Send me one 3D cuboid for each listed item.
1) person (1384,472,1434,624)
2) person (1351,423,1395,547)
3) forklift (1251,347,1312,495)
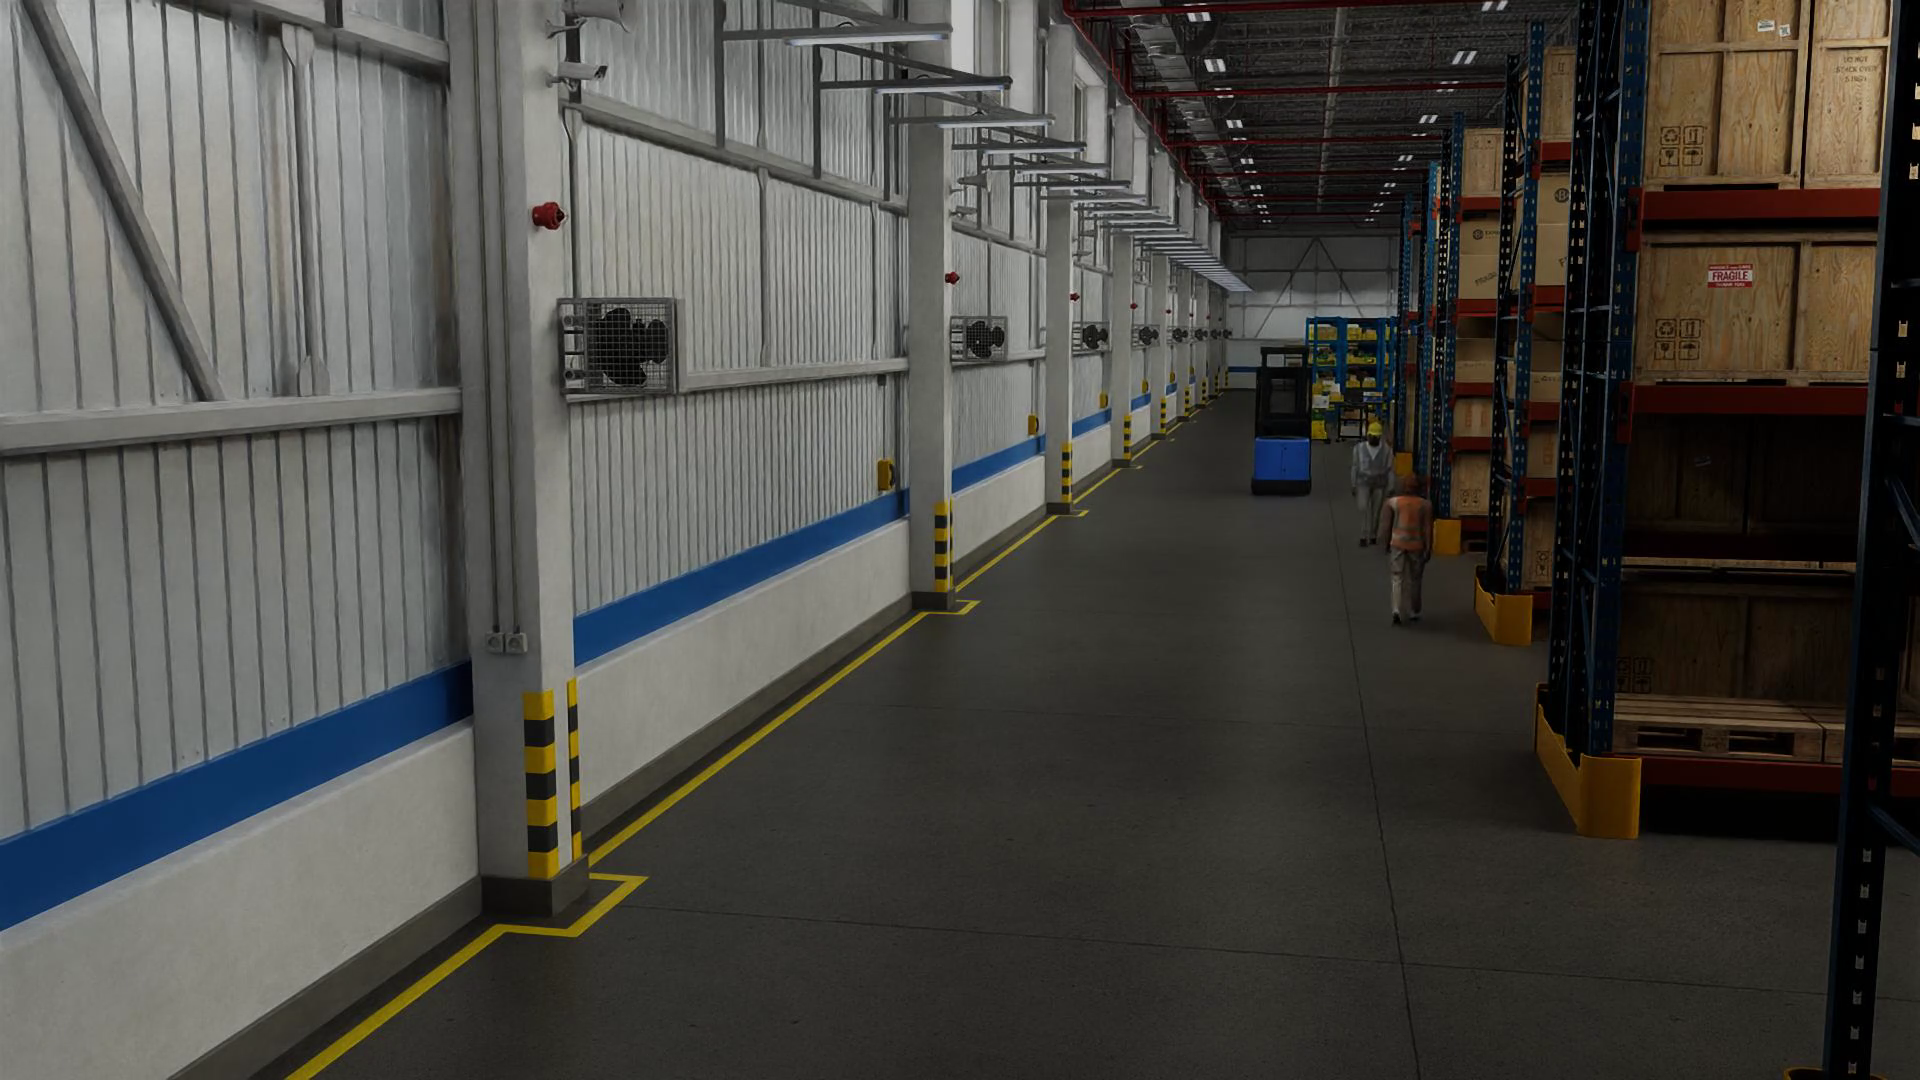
[{"bbox_3d":[4.778,0.084,17.721,0.521,1.612,0.713,3,8,21],"label":"person"},{"bbox_3d":[5.955,-0.786,23.962,0.613,1.791,0.904,1,7,12],"label":"person"},{"bbox_3d":[6.222,-2.326,32.014,1.129,2.768,1.873,1,7,12],"label":"forklift"}]
